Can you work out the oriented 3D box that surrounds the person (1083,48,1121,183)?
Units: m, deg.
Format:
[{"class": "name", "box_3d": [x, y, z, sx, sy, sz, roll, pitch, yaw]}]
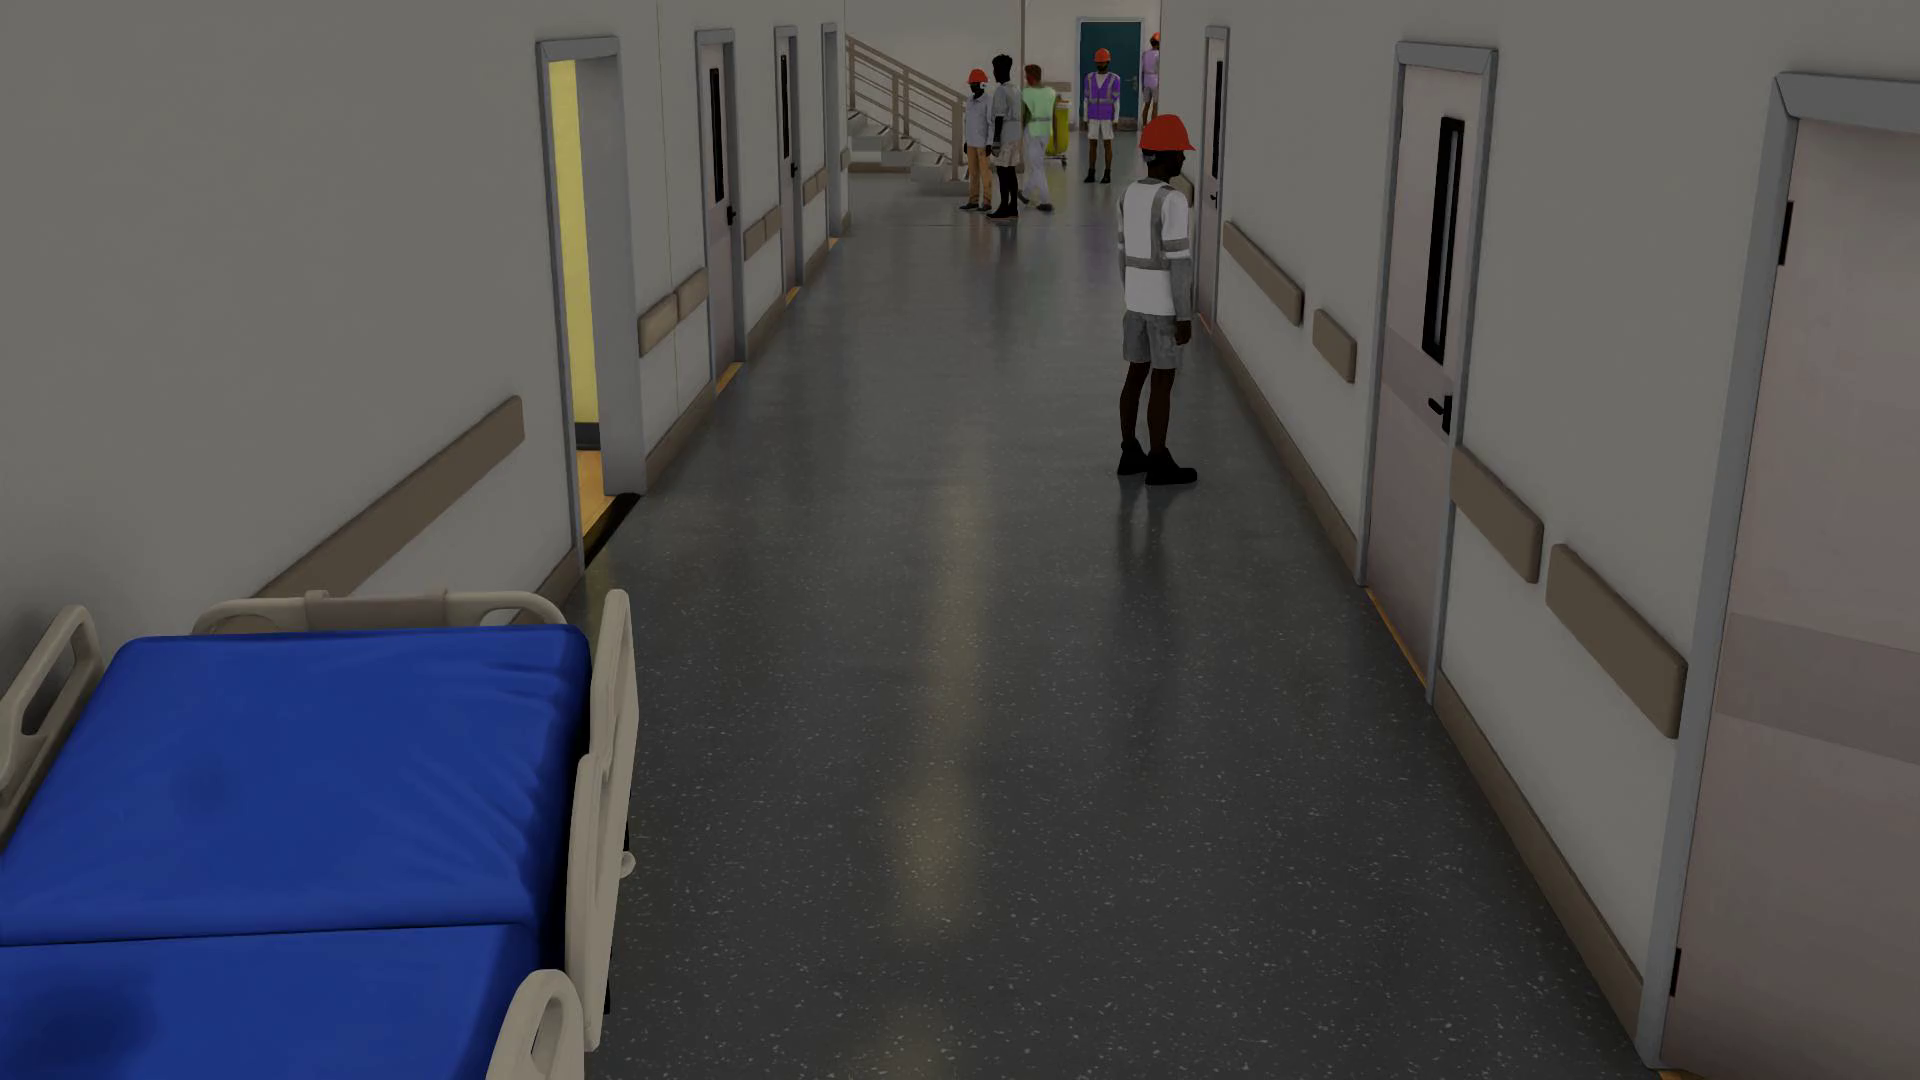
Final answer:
[{"class": "person", "box_3d": [2.068, -6.215, 24.403, 0.548, 1.934, 0.382, 7, 19, 21]}]

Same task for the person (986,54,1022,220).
[{"class": "person", "box_3d": [0.546, -4.864, 20.126, 0.387, 1.954, 0.610, 8, 19, 23]}]

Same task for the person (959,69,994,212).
[{"class": "person", "box_3d": [0.224, -5.039, 20.997, 0.328, 1.752, 0.563, -14, 22, -37]}]

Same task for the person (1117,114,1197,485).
[{"class": "person", "box_3d": [1.050, -1.257, 8.816, 0.354, 1.939, 0.545, -10, 20, -29]}]

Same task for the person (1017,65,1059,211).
[{"class": "person", "box_3d": [0.928, -5.141, 21.256, 0.584, 1.785, 0.989, -11, 21, -31]}]

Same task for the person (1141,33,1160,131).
[{"class": "person", "box_3d": [3.946, -9.249, 33.781, 0.411, 2.033, 0.613, -16, 24, -41]}]
